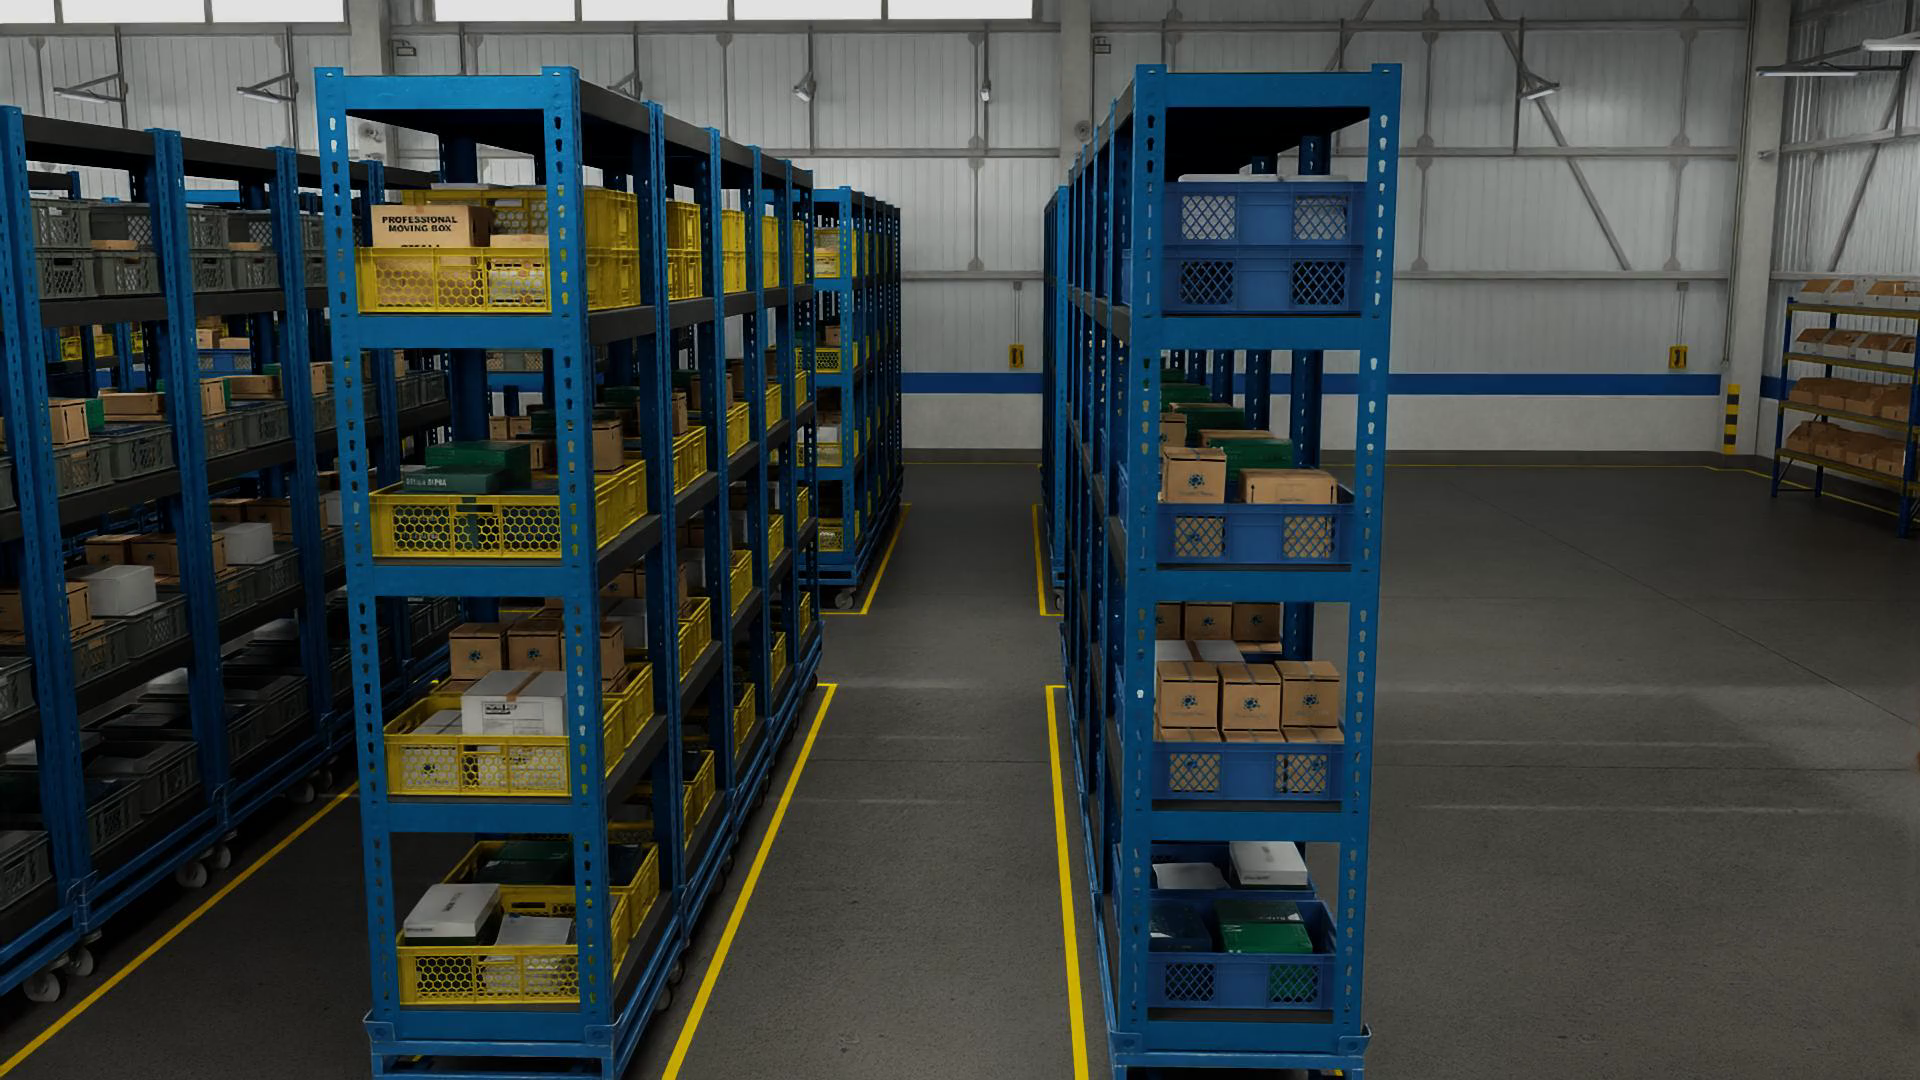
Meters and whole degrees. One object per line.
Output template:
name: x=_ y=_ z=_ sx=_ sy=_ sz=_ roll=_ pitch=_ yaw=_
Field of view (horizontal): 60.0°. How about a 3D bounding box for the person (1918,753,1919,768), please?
person: x=4.573 y=0.840 z=7.246 sx=0.647 sy=1.935 sz=1.023 roll=7 pitch=12 yaw=37
